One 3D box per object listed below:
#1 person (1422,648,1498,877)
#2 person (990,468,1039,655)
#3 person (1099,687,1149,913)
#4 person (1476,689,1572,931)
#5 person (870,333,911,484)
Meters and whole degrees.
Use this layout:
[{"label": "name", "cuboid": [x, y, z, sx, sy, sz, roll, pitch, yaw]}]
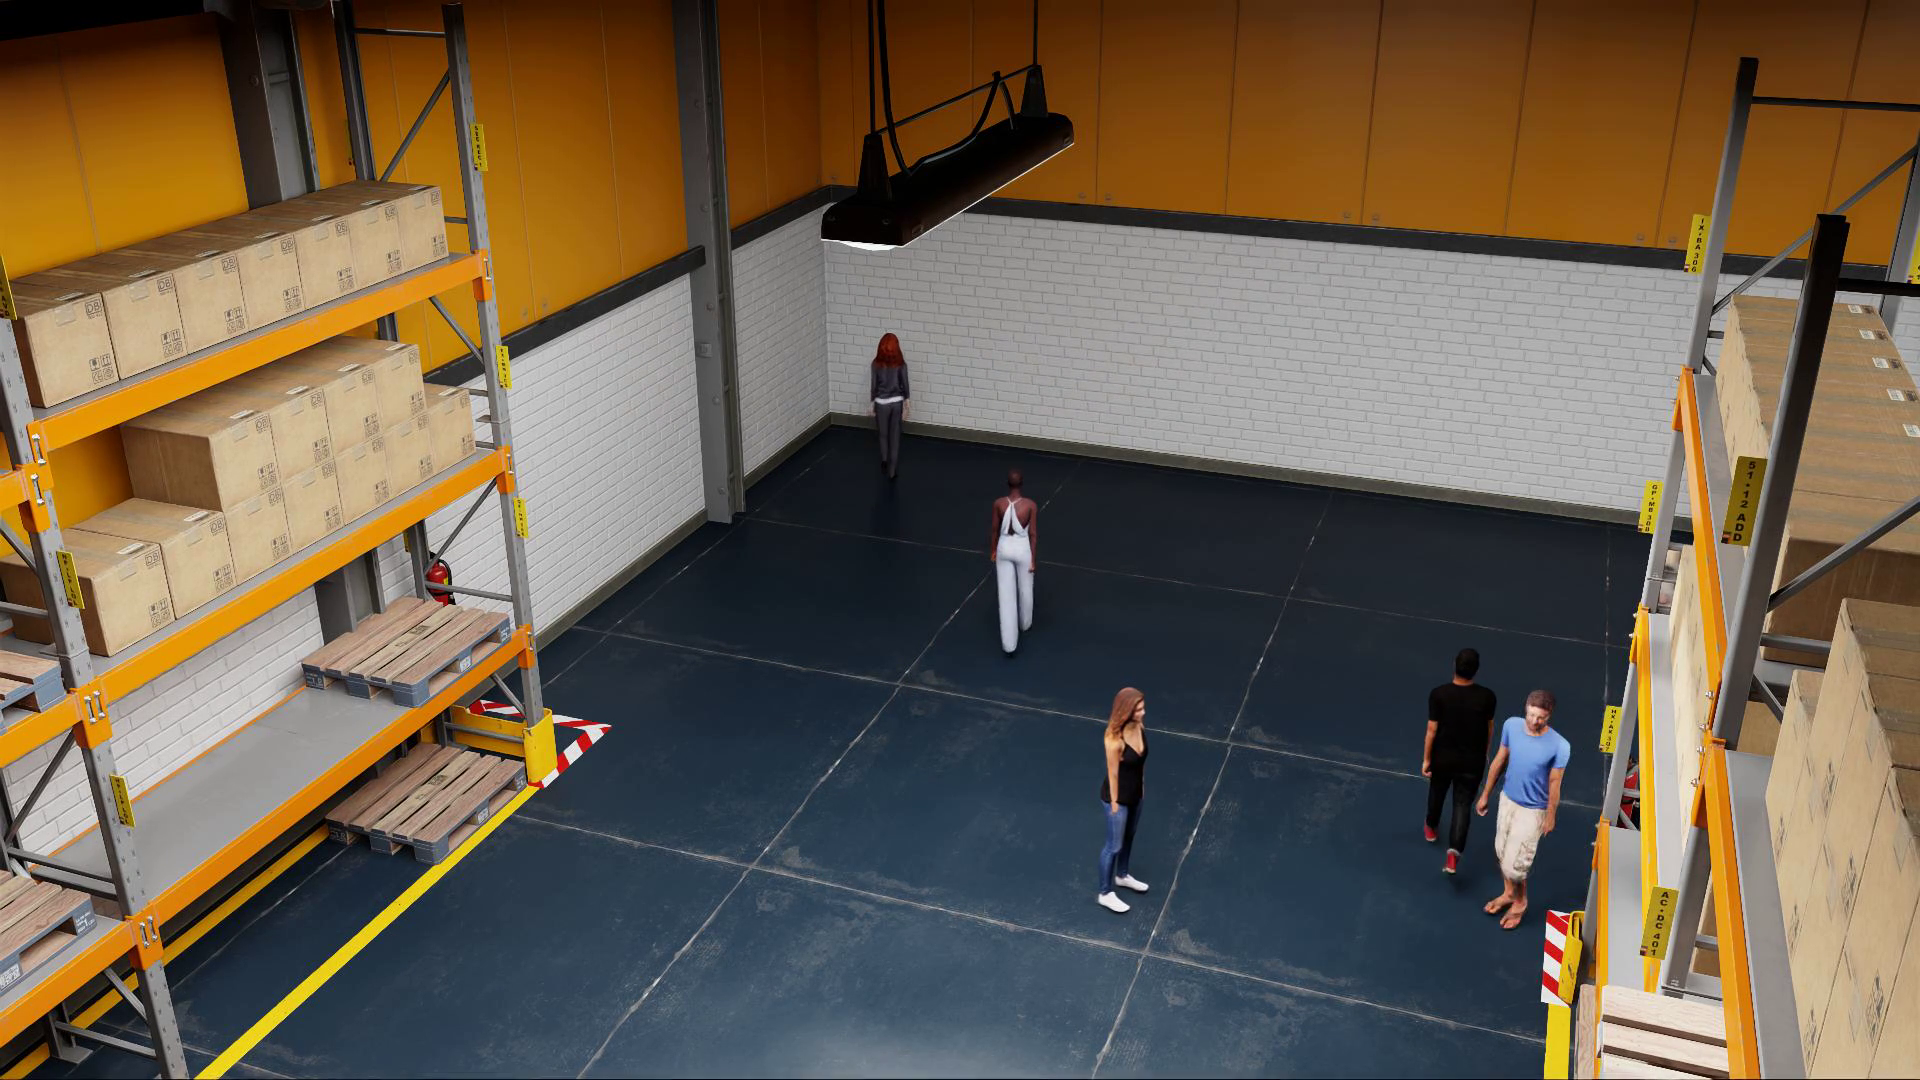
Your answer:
[{"label": "person", "cuboid": [3.616, 1.625, 12.038, 0.672, 1.734, 1.125, 7, 25, 15]}, {"label": "person", "cuboid": [0.478, 0.224, 15.232, 0.722, 1.743, 1.005, 4, 24, 8]}, {"label": "person", "cuboid": [1.143, 1.784, 11.688, 0.682, 1.723, 0.544, 16, 28, 32]}, {"label": "person", "cuboid": [3.955, 1.801, 11.500, 0.864, 1.842, 0.814, -13, 27, -28]}, {"label": "person", "cuboid": [-0.818, -1.490, 19.132, 0.734, 1.759, 0.849, 1, 24, 2]}]
